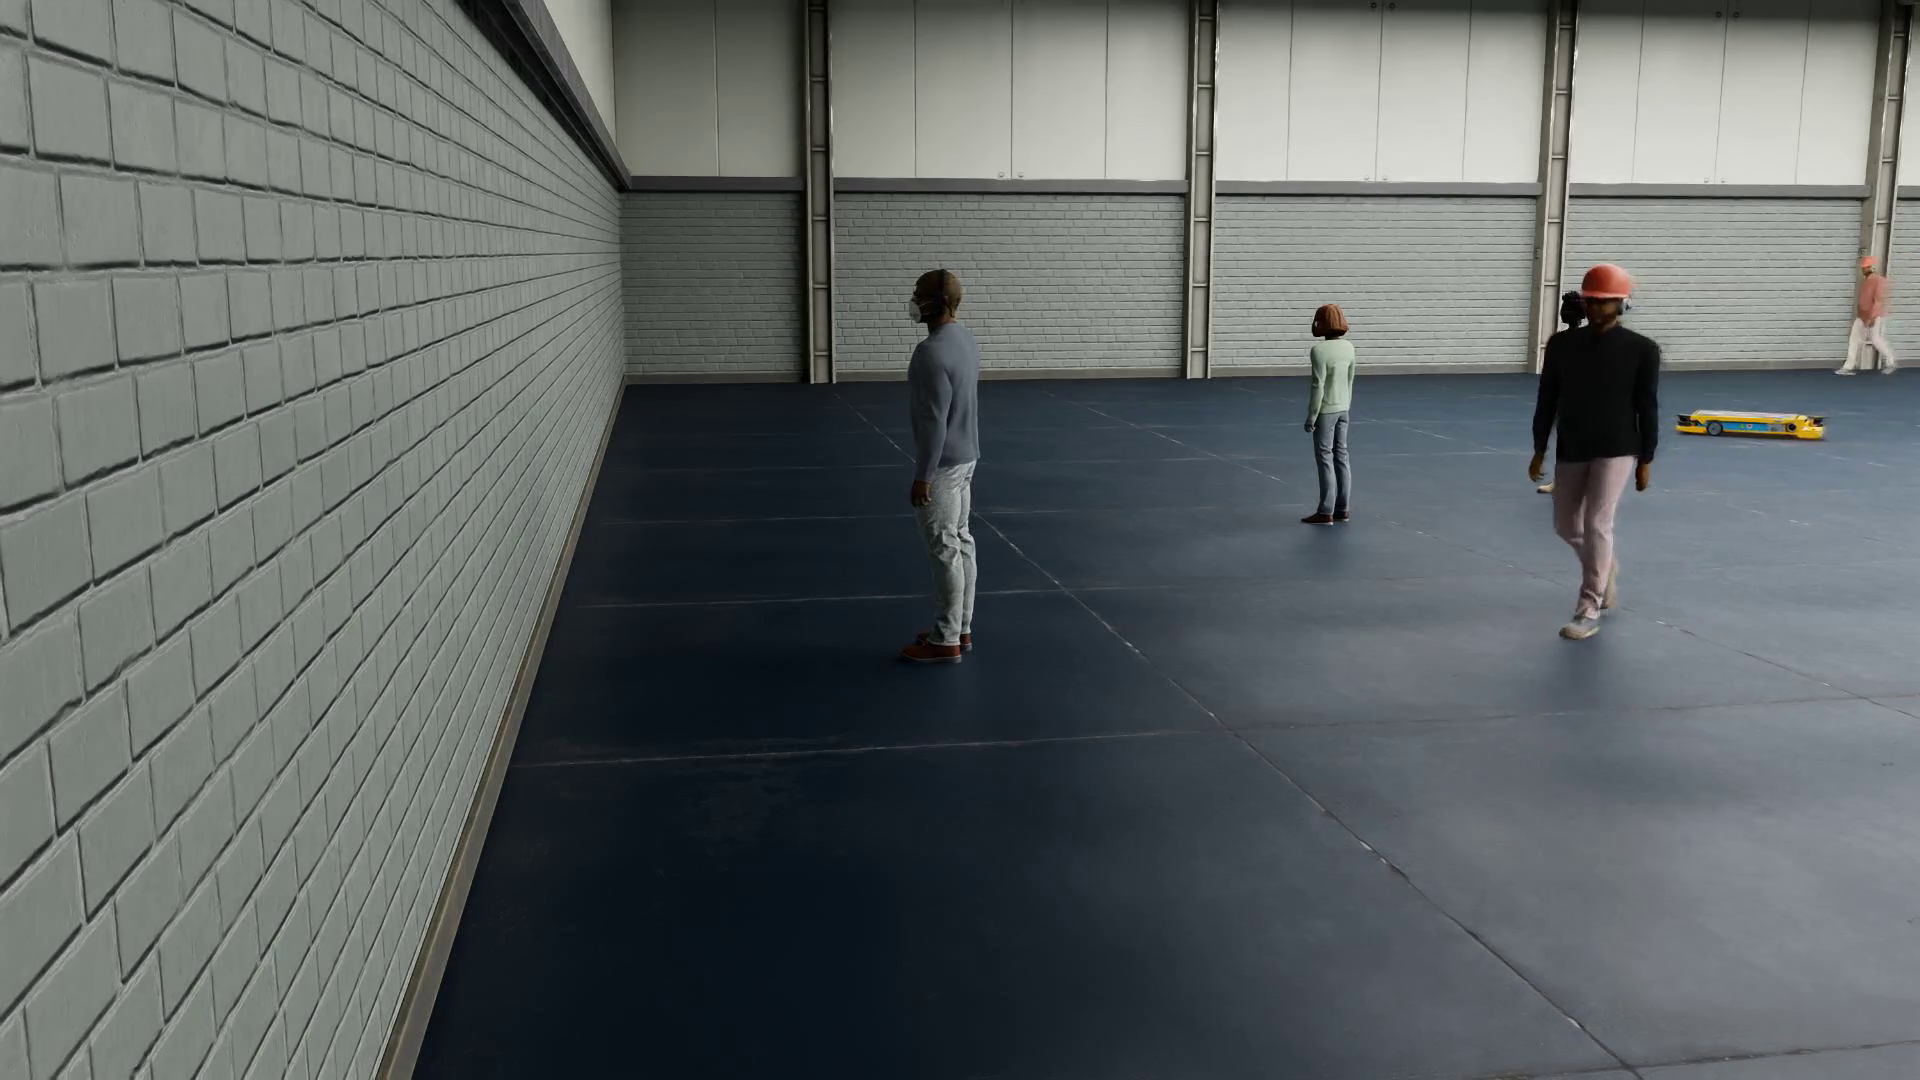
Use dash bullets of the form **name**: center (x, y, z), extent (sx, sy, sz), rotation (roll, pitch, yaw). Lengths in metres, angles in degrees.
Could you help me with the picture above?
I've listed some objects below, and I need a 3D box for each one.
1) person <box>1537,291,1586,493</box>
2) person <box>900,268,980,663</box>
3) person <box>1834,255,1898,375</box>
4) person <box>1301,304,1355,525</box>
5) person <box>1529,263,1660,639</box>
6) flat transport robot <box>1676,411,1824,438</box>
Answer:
- **person**: center (5.018, -1.190, 13.684), extent (0.318, 1.697, 0.533), rotation (-1, 10, -5)
- **person**: center (-0.096, -0.360, 8.212), extent (0.372, 1.940, 0.630), rotation (3, 10, 15)
- **person**: center (14.920, -3.667, 27.203), extent (0.945, 1.965, 0.615), rotation (-1, 10, -8)
- **person**: center (2.740, -0.929, 12.362), extent (0.506, 1.632, 0.268), rotation (-9, 14, -43)
- **person**: center (3.420, -0.492, 8.899), extent (0.615, 1.969, 0.798), rotation (10, 14, 44)
- **flat transport robot**: center (8.710, -1.286, 18.337), extent (1.431, 0.197, 0.652), rotation (6, 11, 29)
